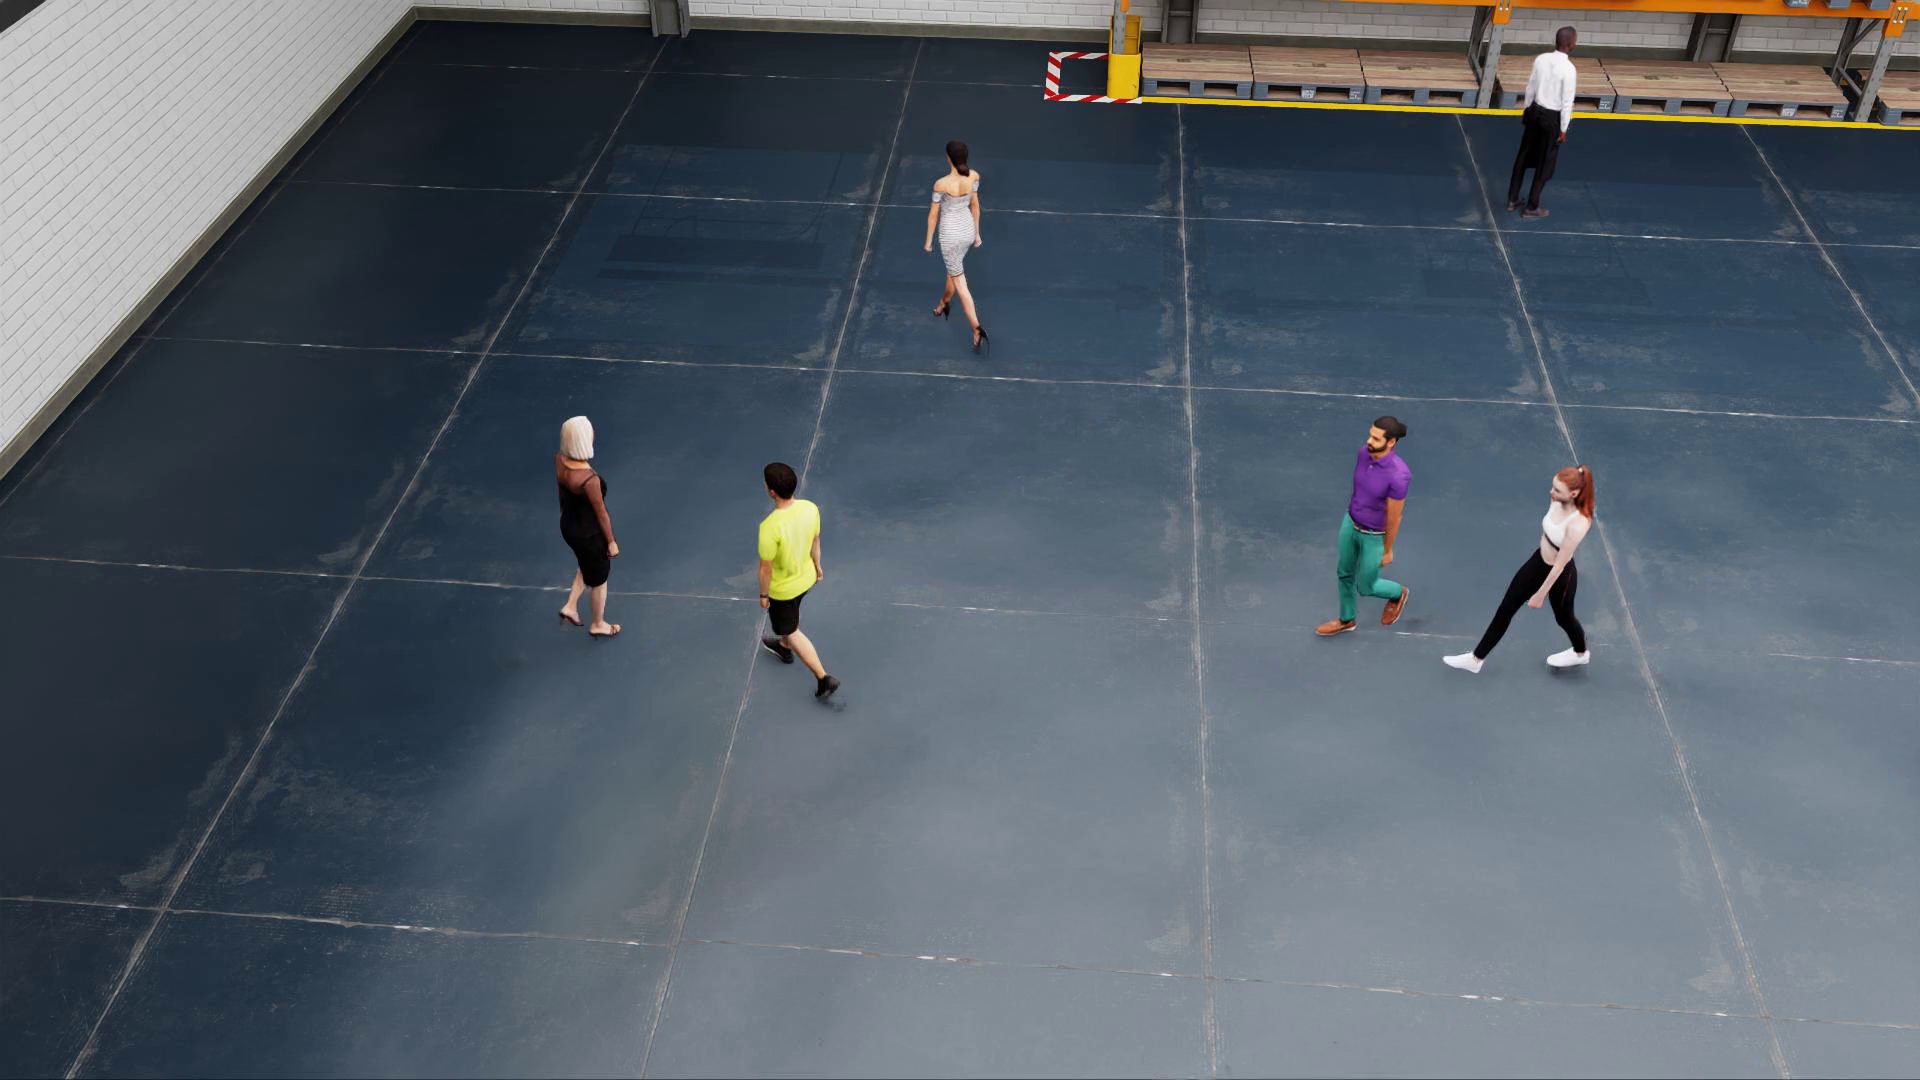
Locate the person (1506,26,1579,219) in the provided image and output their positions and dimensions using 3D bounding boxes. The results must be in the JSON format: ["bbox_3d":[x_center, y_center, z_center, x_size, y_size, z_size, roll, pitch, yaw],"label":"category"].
[{"bbox_3d":[5.521,-3.951,15.728,0.751,1.834,0.721,-23,44,-26],"label":"person"}]

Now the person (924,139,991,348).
[{"bbox_3d":[0.019,-2.430,13.866,1.070,1.781,1.084,-23,44,-26],"label":"person"}]

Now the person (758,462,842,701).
[{"bbox_3d":[-1.027,0.274,10.561,1.145,1.681,1.007,27,46,30],"label":"person"}]

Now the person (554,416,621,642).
[{"bbox_3d":[-2.527,-0.005,10.871,0.838,1.728,0.775,-24,44,-27],"label":"person"}]

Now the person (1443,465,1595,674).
[{"bbox_3d":[3.858,0.252,10.582,1.270,1.688,0.767,-3,39,-3],"label":"person"}]

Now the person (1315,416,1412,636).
[{"bbox_3d":[2.767,-0.077,10.940,0.988,1.756,0.881,-17,42,-21],"label":"person"}]
